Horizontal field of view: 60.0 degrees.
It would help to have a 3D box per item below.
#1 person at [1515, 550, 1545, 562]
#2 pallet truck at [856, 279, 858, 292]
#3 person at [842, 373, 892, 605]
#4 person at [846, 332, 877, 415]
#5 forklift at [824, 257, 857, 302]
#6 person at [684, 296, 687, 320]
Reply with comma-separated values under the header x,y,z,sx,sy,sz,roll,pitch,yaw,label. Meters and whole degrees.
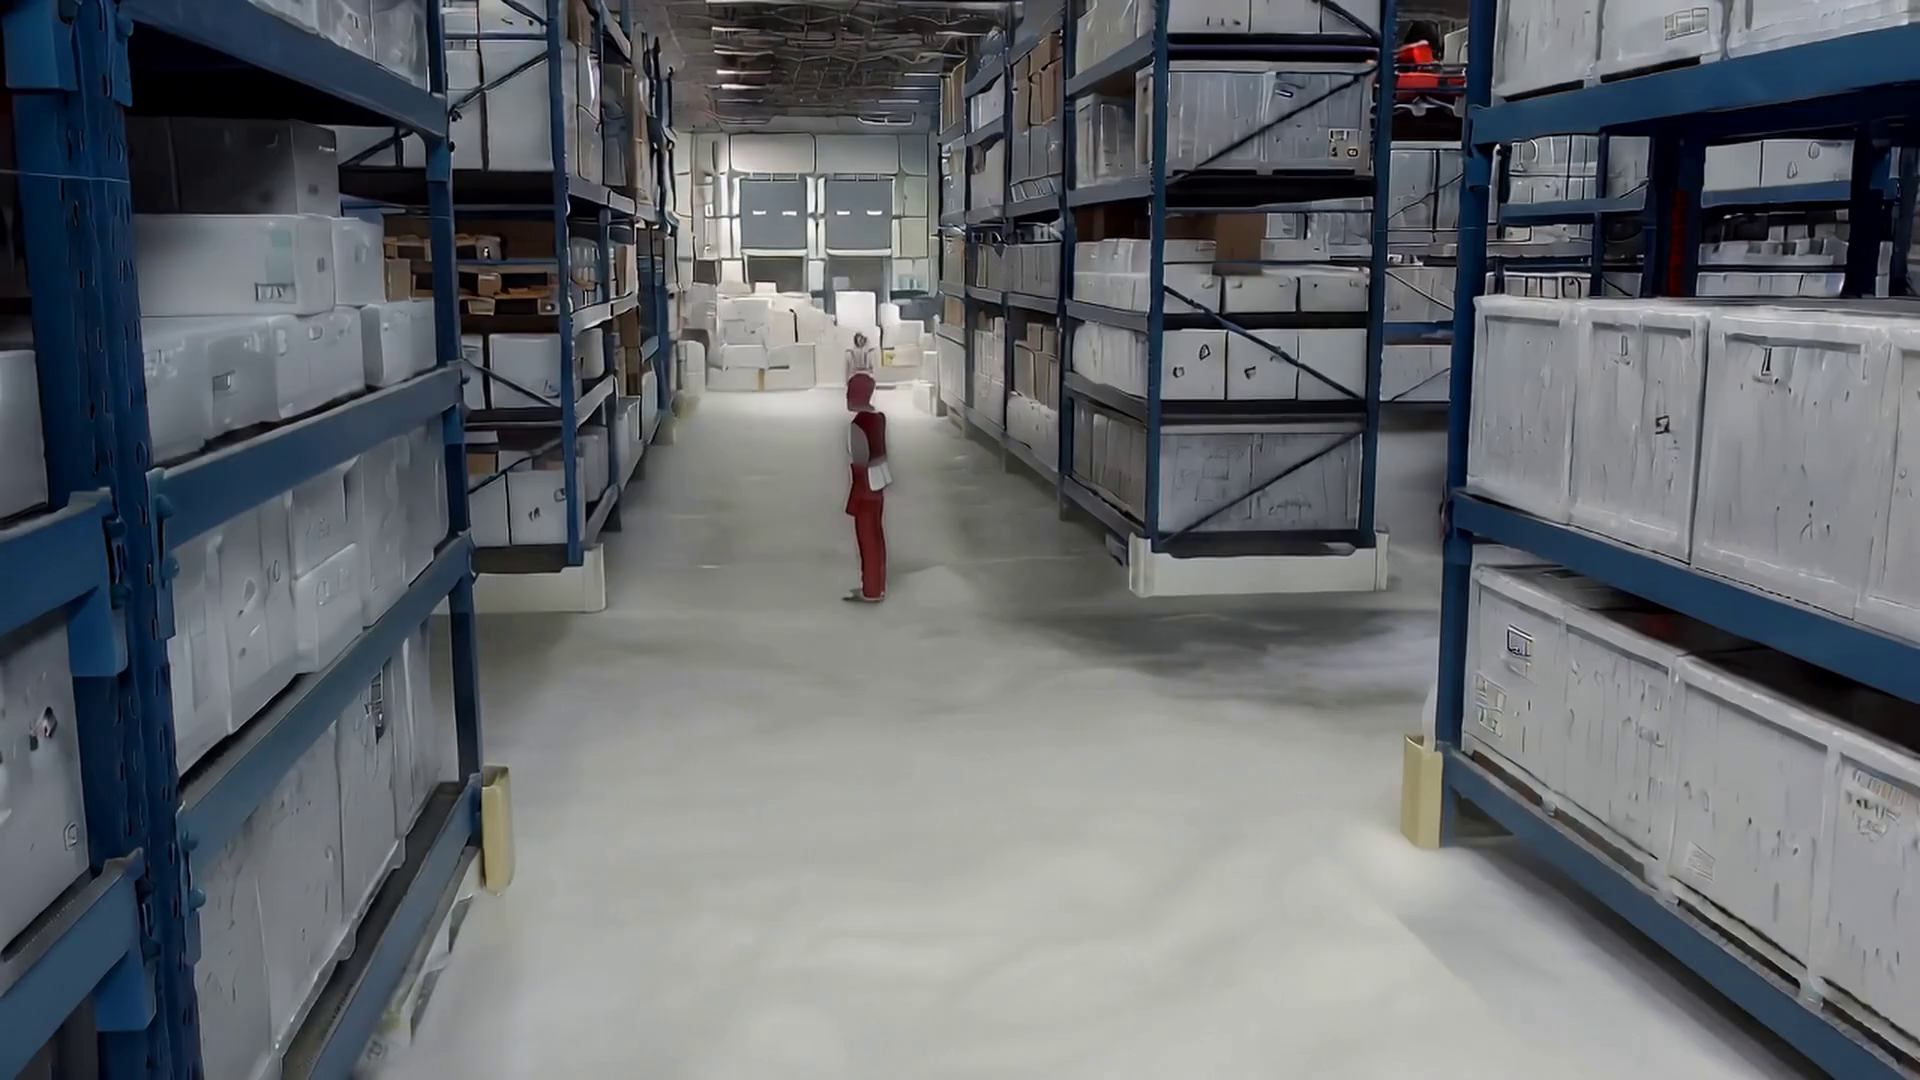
x,y,z,sx,sy,sz,roll,pitch,yaw,label
3.660,0.290,10.071,0.986,1.797,0.634,3,10,19,person
-3.782,-9.391,65.808,1.885,1.965,0.823,2,10,10,pallet truck
-0.773,-0.418,13.797,0.390,1.920,0.587,2,10,13,person
-1.635,-2.640,27.576,0.532,1.624,0.456,0,10,0,person
-3.407,-6.733,47.763,1.129,2.768,1.873,-1,10,-7,forklift
-9.834,-8.347,60.847,0.529,1.605,0.736,-1,10,-4,person
